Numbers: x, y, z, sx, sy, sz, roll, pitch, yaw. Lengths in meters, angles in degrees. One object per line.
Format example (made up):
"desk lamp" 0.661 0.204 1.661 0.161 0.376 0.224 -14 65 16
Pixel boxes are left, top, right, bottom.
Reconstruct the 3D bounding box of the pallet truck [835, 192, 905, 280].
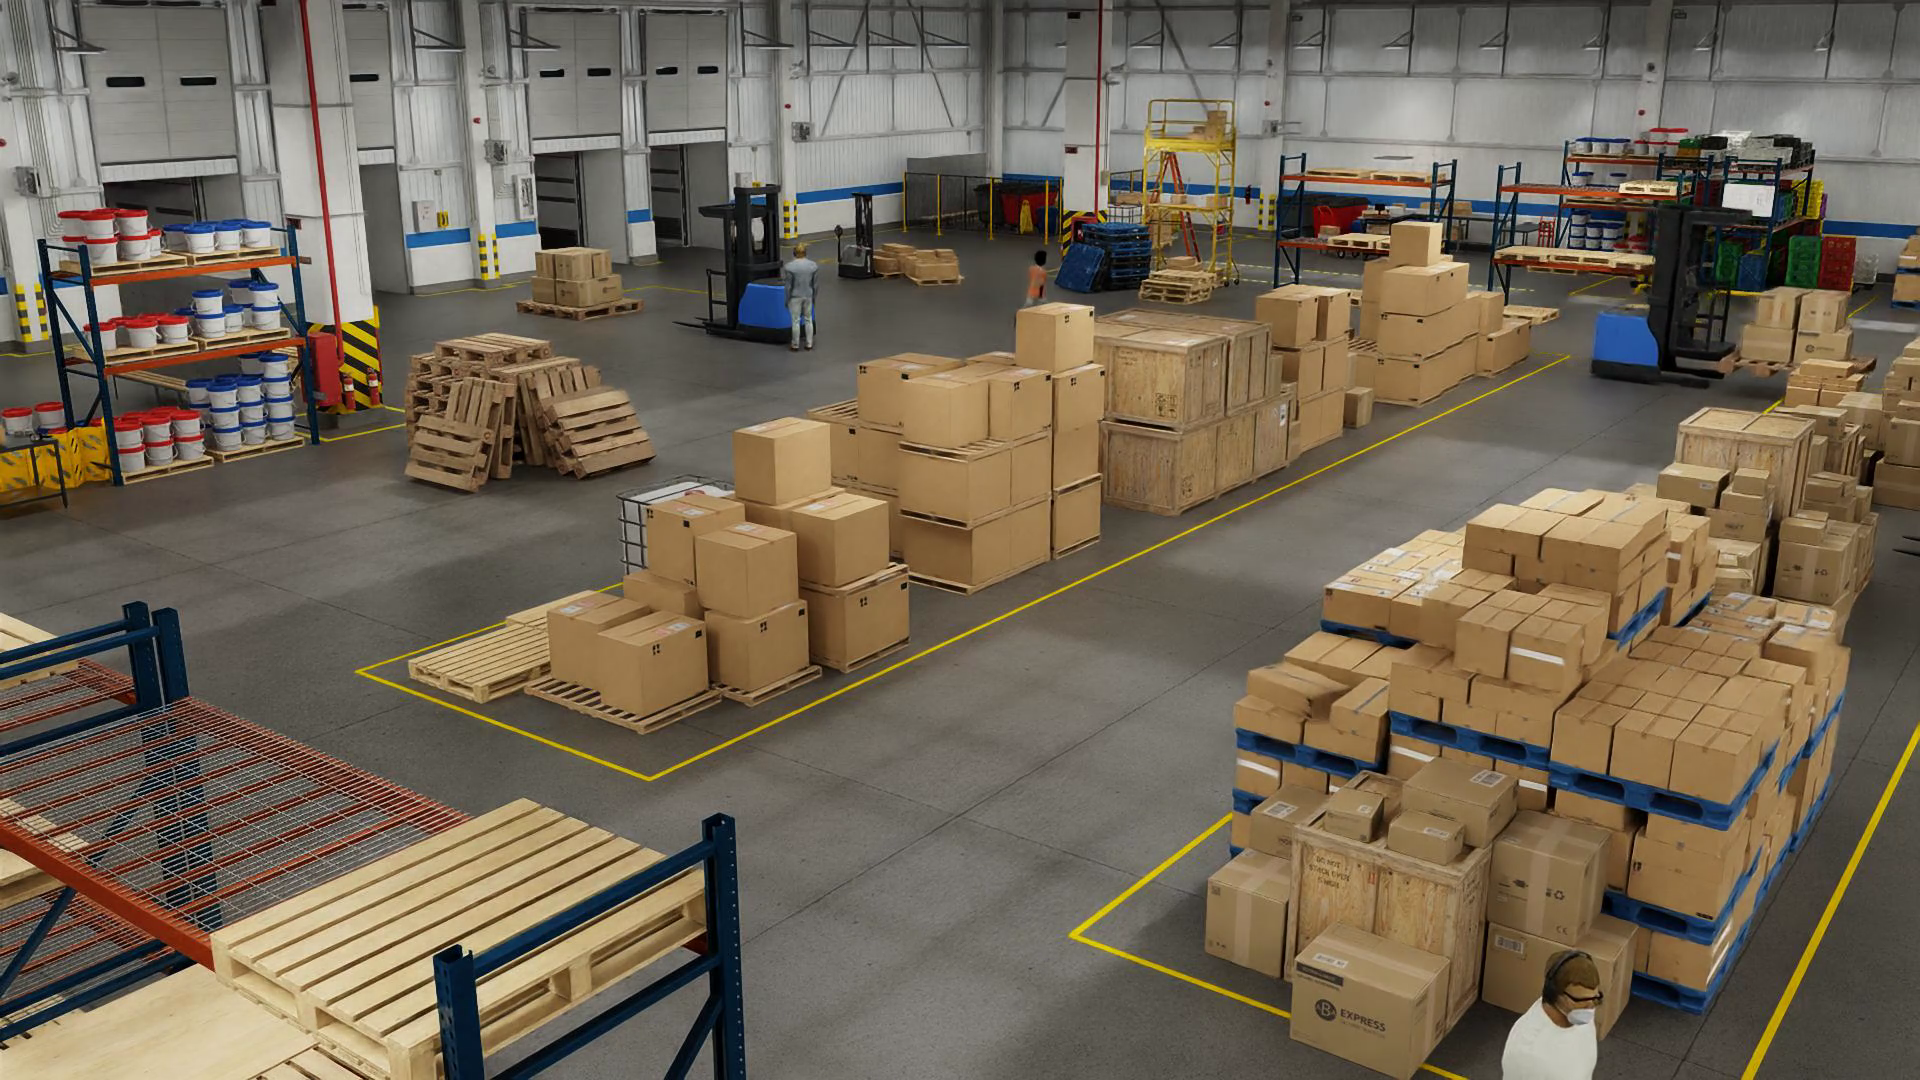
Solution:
"pallet truck" -1.936 -7.159 38.982 1.885 1.965 0.823 -12 21 -34

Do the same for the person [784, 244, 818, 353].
"person" -2.835 -4.310 29.671 0.636 1.931 0.377 -9 19 -27

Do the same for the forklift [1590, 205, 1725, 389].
"forklift" 11.471 -4.000 27.020 1.873 2.768 1.129 12 21 35

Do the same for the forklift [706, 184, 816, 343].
"forklift" -3.717 -5.181 30.929 1.873 2.768 1.129 12 21 35

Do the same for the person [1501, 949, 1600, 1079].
"person" 2.415 2.556 6.918 0.376 1.937 0.629 14 21 38

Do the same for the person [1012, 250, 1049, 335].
"person" 1.392 -4.572 31.003 0.868 1.655 0.523 -10 19 -29
